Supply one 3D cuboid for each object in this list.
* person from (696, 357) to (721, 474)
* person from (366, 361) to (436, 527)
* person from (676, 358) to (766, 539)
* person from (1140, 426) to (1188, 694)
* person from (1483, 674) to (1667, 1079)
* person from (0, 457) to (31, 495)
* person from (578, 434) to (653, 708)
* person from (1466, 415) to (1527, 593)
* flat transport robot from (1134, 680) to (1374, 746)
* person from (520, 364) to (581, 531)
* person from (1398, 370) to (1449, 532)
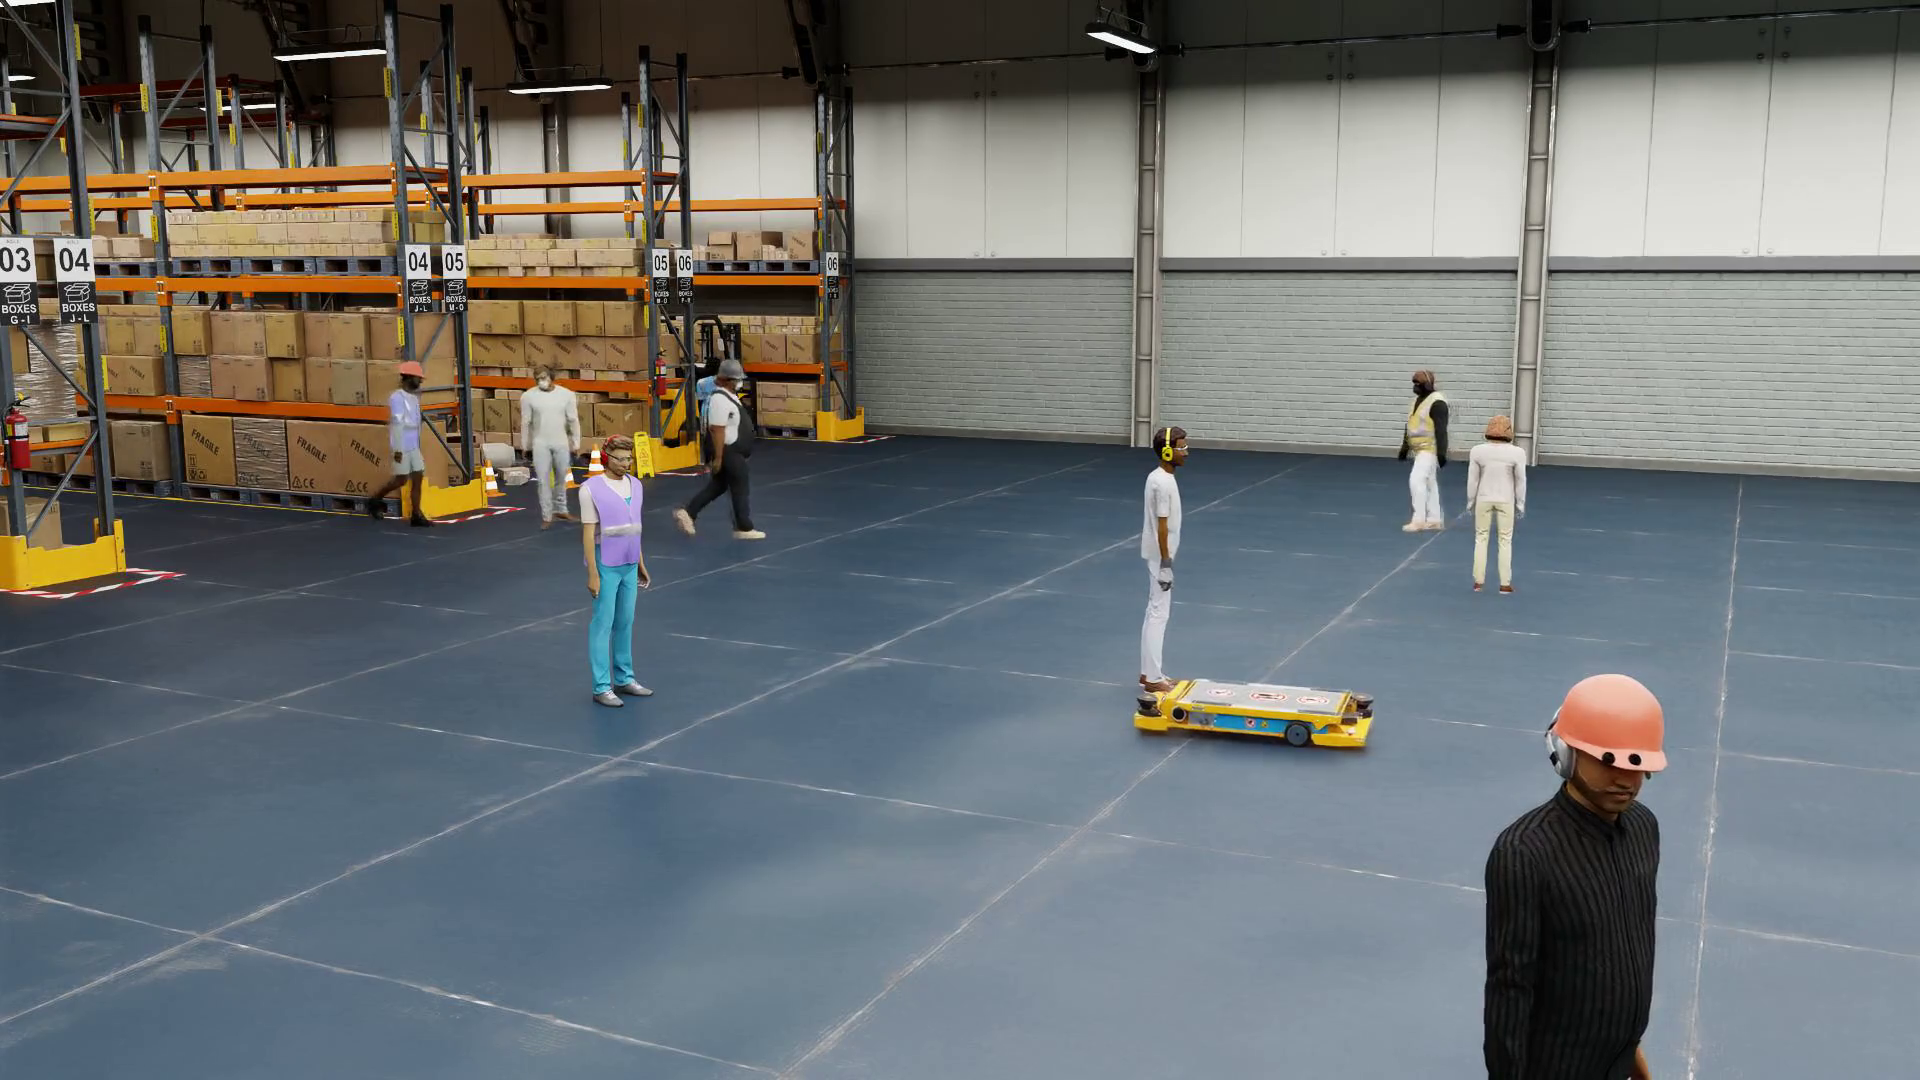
[{"bbox_3d":[-3.514,-1.781,23.892,0.532,1.695,0.319,0,9,0],"label":"person"},{"bbox_3d":[-6.413,-1.091,19.005,0.763,1.912,0.564,2,9,10],"label":"person"},{"bbox_3d":[-2.627,-1.011,18.110,0.911,2.000,0.681,-2,9,-9],"label":"person"},{"bbox_3d":[1.423,0.141,11.572,0.331,1.872,0.513,0,9,2],"label":"person"},{"bbox_3d":[1.526,1.295,4.121,0.617,1.989,0.392,-7,11,-36],"label":"person"},{"bbox_3d":[-10.716,-0.969,18.473,0.990,1.832,0.595,6,11,32],"label":"person"},{"bbox_3d":[-2.355,0.196,11.331,0.389,1.837,0.563,5,10,28],"label":"person"},{"bbox_3d":[4.886,-0.324,15.154,0.531,1.630,0.276,4,10,25],"label":"person"},{"bbox_3d":[1.889,1.089,10.647,1.431,0.197,0.652,3,10,19],"label":"flat transport robot"},{"bbox_3d":[-4.674,-1.075,19.008,0.673,1.896,0.734,-4,10,-22],"label":"person"},{"bbox_3d":[5.172,-0.996,18.713,0.697,1.816,0.646,-1,9,-6],"label":"person"}]
